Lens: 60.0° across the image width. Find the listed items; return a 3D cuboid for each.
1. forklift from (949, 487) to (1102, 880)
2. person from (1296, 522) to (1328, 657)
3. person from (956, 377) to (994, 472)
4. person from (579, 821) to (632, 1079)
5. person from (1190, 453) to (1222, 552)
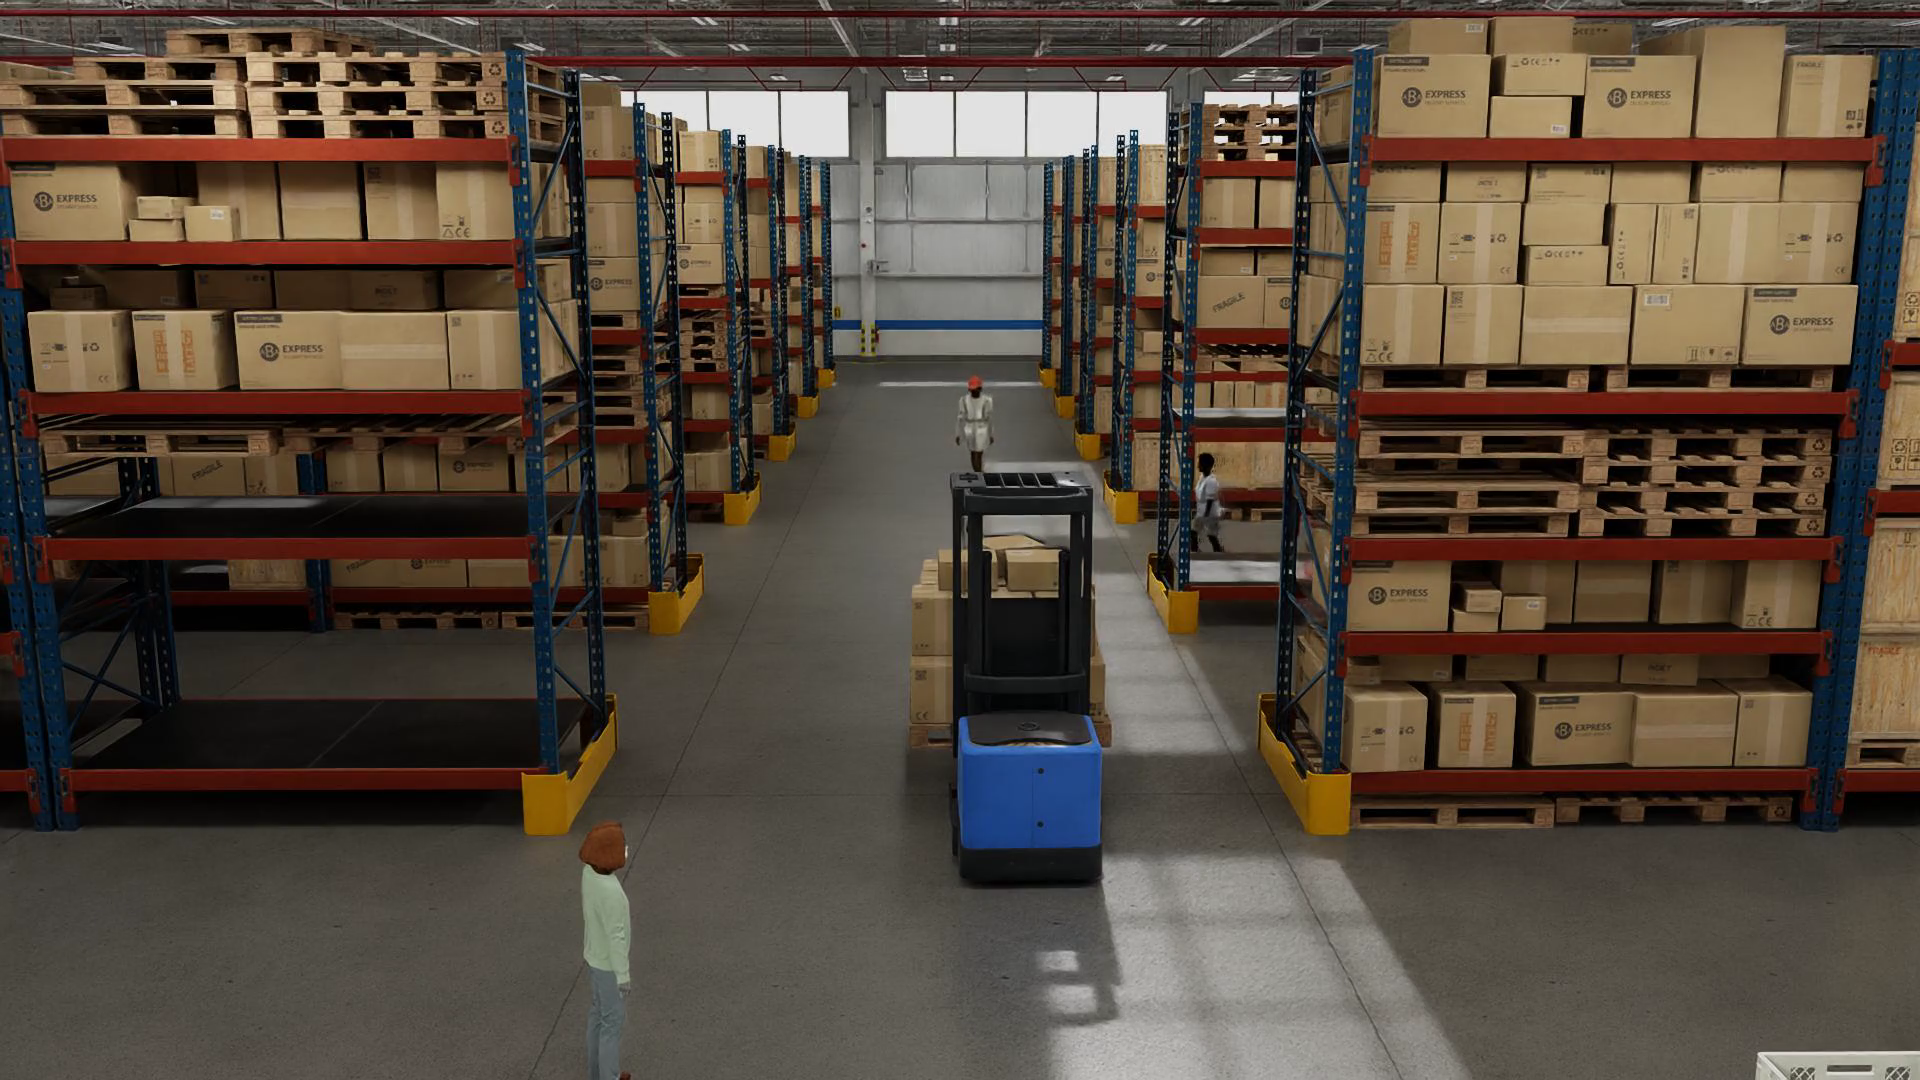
[{"bbox_3d":[0.495,0.986,12.813,1.129,2.768,1.873,0,11,-2],"label":"forklift"},{"bbox_3d":[3.505,0.757,16.392,0.450,1.896,0.667,1,11,3],"label":"person"},{"bbox_3d":[0.273,-1.892,29.327,0.631,1.989,1.076,3,12,13],"label":"person"},{"bbox_3d":[-1.939,2.338,9.212,0.274,1.632,0.507,-6,13,-28],"label":"person"},{"bbox_3d":[3.236,-0.337,22.369,0.708,1.670,0.551,-3,12,-15],"label":"person"}]
